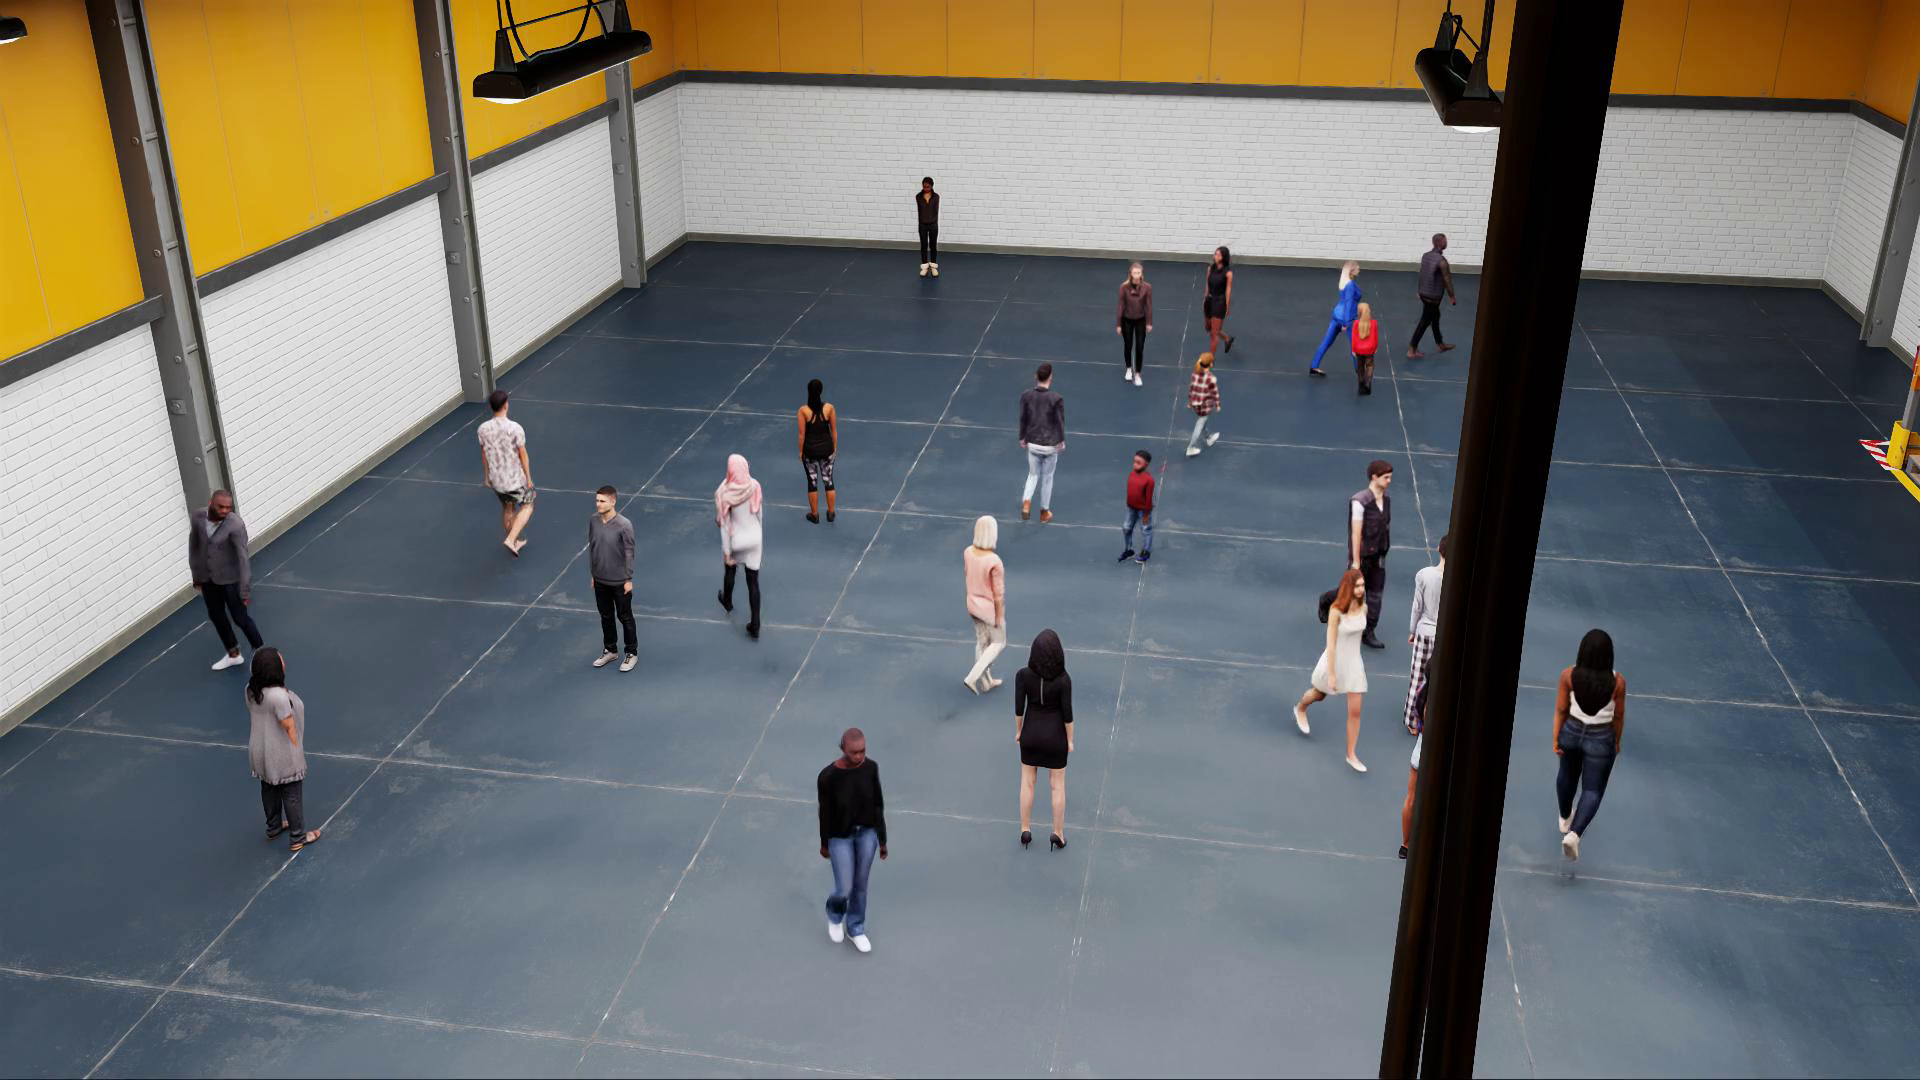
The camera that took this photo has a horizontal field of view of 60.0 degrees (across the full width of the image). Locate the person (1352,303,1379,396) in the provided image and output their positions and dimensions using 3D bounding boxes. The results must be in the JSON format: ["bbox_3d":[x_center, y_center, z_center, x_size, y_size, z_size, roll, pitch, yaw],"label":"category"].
[{"bbox_3d":[5.437,-2.538,22.356,0.499,1.266,0.636,6,24,14],"label":"person"}]

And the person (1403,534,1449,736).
[{"bbox_3d":[4.022,0.806,13.980,0.669,1.846,0.596,9,25,20],"label":"person"}]

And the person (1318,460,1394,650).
[{"bbox_3d":[3.739,0.107,15.603,1.050,1.828,1.115,-15,28,-30],"label":"person"}]

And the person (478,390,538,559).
[{"bbox_3d":[-4.744,-0.646,17.358,0.717,1.802,0.845,6,24,14],"label":"person"}]

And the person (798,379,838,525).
[{"bbox_3d":[-1.567,-0.996,18.331,0.658,1.663,0.656,-7,25,-16],"label":"person"}]

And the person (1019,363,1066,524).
[{"bbox_3d":[0.878,-1.014,18.169,0.767,1.827,0.848,11,26,23],"label":"person"}]

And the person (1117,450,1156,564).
[{"bbox_3d":[1.932,-0.362,17.404,0.623,1.244,0.681,22,32,40],"label":"person"}]

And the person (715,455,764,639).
[{"bbox_3d":[-2.015,0.086,15.733,1.028,1.762,1.196,-10,25,-21],"label":"person"}]

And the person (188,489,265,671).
[{"bbox_3d":[-6.710,0.358,15.091,0.794,1.777,0.623,14,27,29],"label":"person"}]

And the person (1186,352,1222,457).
[{"bbox_3d":[2.921,-1.630,20.274,0.966,1.270,0.845,-21,31,-40],"label":"person"}]

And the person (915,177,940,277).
[{"bbox_3d":[-0.546,-5.362,28.320,0.621,1.662,0.686,1,24,1],"label":"person"}]

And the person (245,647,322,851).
[{"bbox_3d":[-5.165,1.564,12.549,0.732,1.603,0.773,13,27,28],"label":"person"}]

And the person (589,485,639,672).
[{"bbox_3d":[-3.169,0.333,15.170,0.656,1.761,0.603,9,25,19],"label":"person"}]

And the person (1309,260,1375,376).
[{"bbox_3d":[5.206,-3.017,22.975,0.925,1.646,1.165,-3,24,-7],"label":"person"}]

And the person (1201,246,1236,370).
[{"bbox_3d":[3.682,-3.302,23.533,1.063,1.723,0.986,-17,29,-34],"label":"person"}]

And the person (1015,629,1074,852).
[{"bbox_3d":[0.623,1.507,12.426,0.617,1.807,0.523,7,25,16],"label":"person"}]

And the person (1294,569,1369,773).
[{"bbox_3d":[3.084,1.005,13.741,0.944,1.674,1.232,-8,25,-17],"label":"person"}]

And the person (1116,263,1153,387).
[{"bbox_3d":[2.394,-3.001,22.900,0.690,1.678,0.890,2,24,5],"label":"person"}]

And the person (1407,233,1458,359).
[{"bbox_3d":[6.667,-3.457,23.789,1.001,1.802,1.082,-5,24,-11],"label":"person"}]

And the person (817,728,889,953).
[{"bbox_3d":[-0.774,1.999,11.391,0.744,1.734,0.797,-12,26,-26],"label":"person"}]

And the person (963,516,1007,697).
[{"bbox_3d":[0.172,0.615,14.586,0.822,1.712,0.932,19,30,37],"label":"person"}]

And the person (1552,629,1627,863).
[{"bbox_3d":[4.652,1.543,12.374,0.920,1.783,1.182,14,27,29],"label":"person"}]
